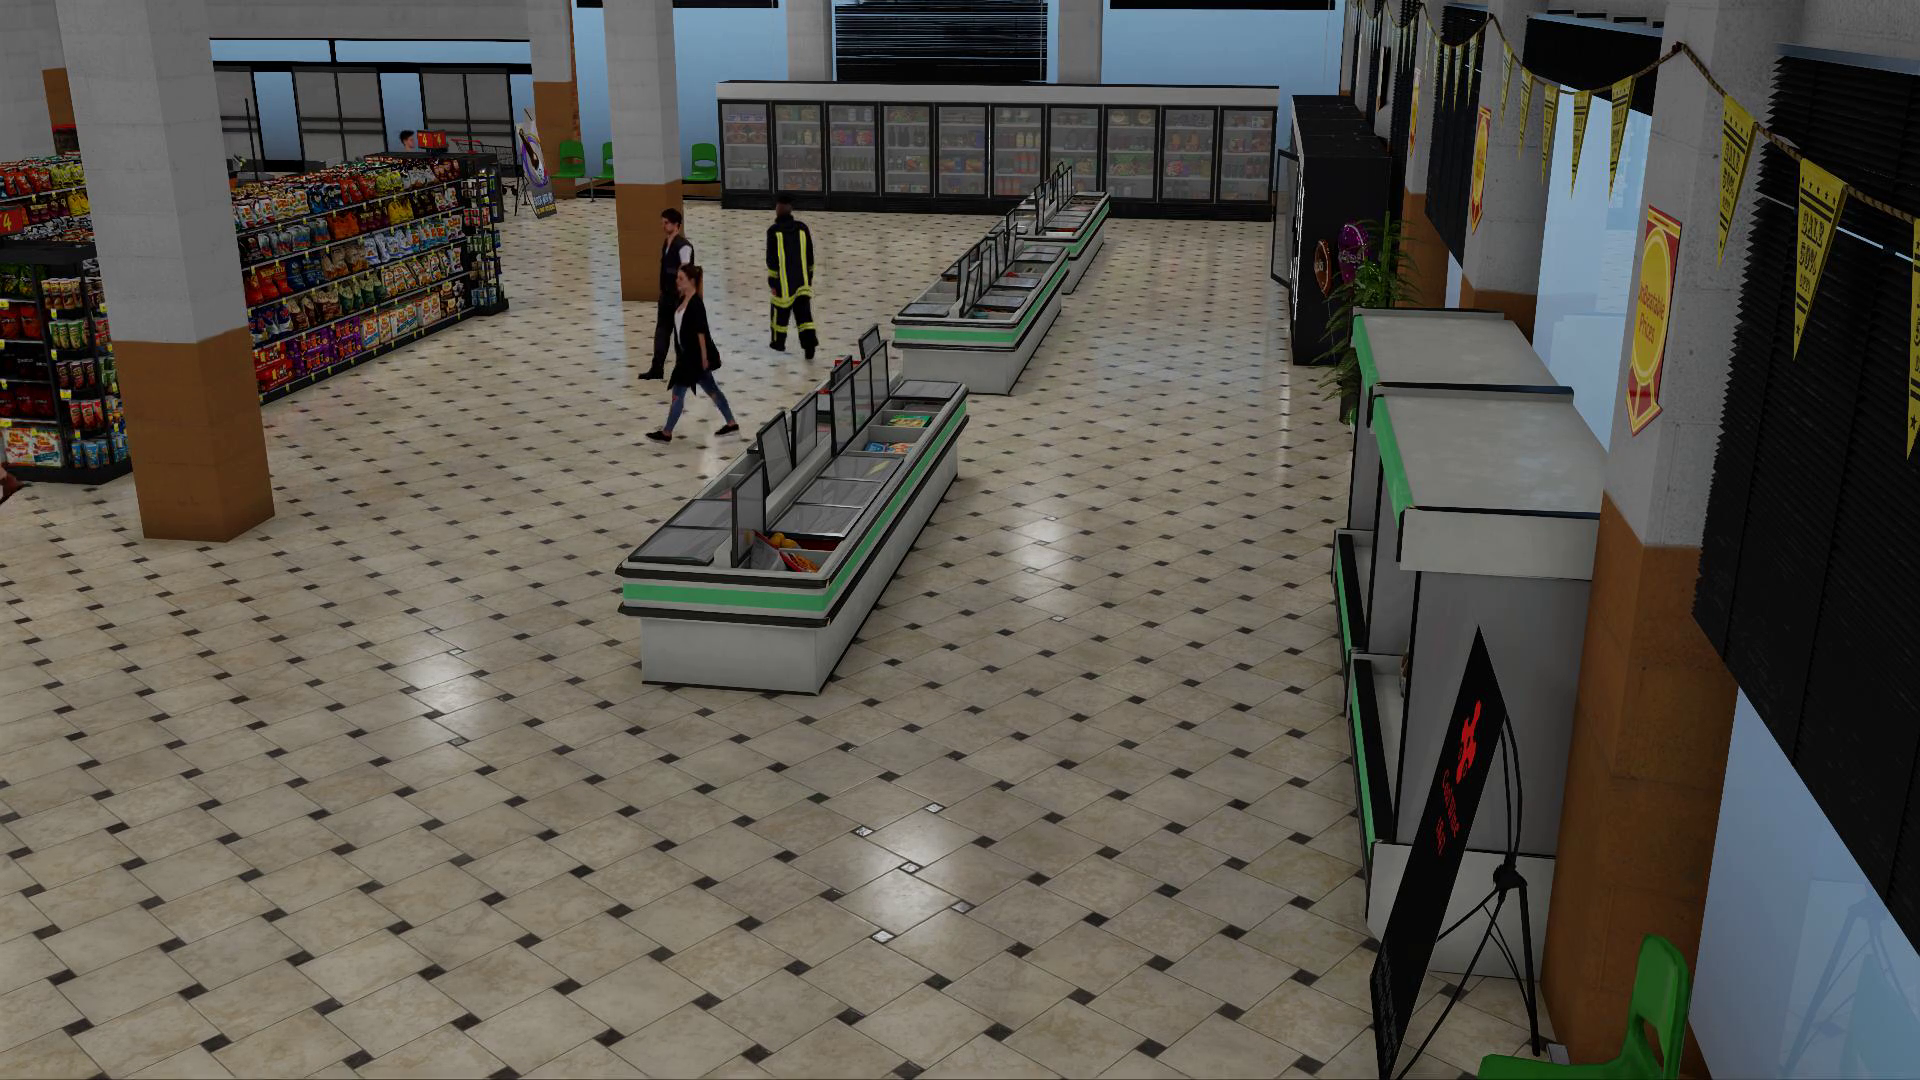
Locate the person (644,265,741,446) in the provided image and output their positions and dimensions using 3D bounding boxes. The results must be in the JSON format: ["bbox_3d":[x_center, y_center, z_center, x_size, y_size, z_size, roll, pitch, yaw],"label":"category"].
[{"bbox_3d":[-2.348,-1.664,15.226,1.087,1.631,1.151,-8,20,-22],"label":"person"}]

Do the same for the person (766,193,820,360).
[{"bbox_3d":[-1.867,-2.916,18.622,1.192,1.834,1.298,-10,21,-26],"label":"person"}]

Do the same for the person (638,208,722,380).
[{"bbox_3d":[-2.892,-2.580,17.683,1.280,1.796,1.119,-16,25,-40],"label":"person"}]
